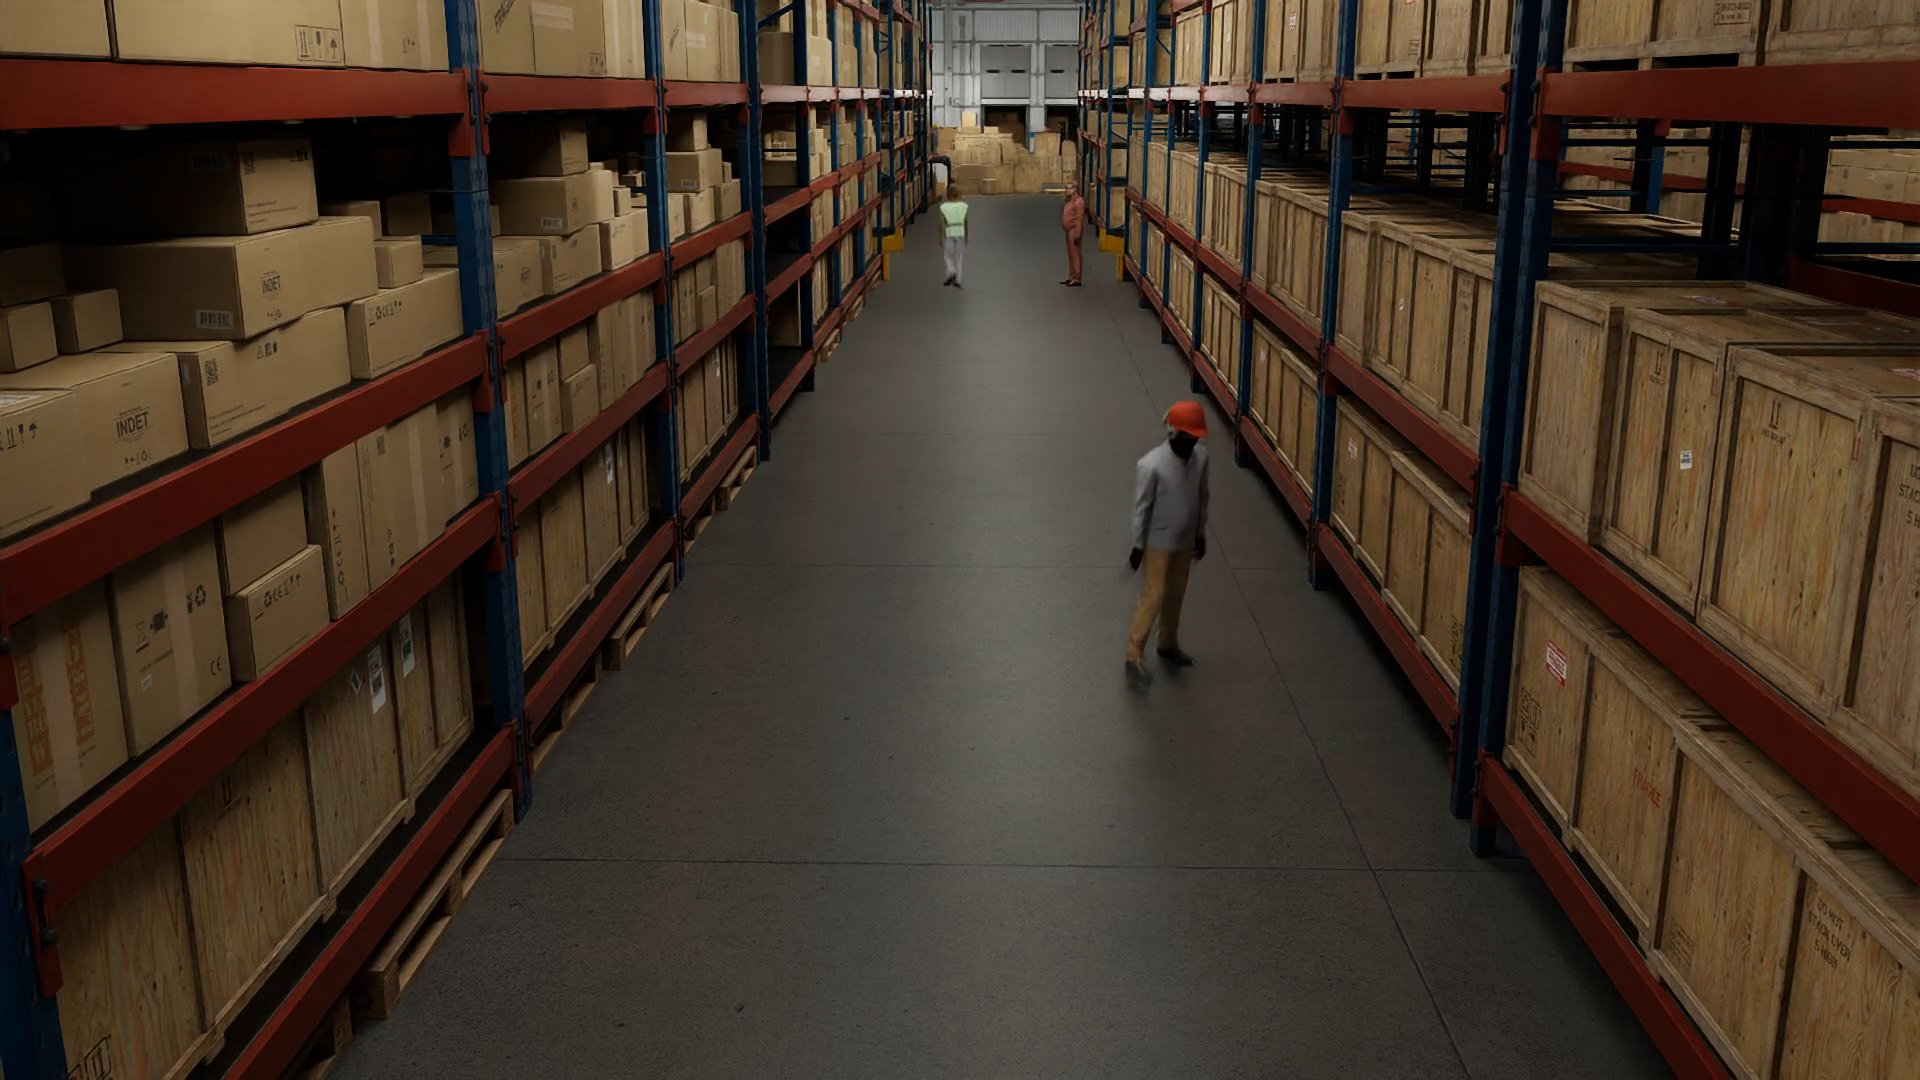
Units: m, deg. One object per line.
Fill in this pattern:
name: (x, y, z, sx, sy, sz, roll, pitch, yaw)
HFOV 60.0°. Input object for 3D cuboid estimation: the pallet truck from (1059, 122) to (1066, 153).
pallet truck: (5.788, -21.111, 88.014, 1.885, 1.965, 0.823, 5, 16, 18)

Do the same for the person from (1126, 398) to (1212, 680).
person: (1.307, -0.023, 10.070, 0.588, 1.724, 0.442, -13, 20, -40)

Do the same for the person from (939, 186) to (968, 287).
person: (-0.111, -5.539, 30.405, 0.587, 1.831, 0.449, -5, 16, -17)

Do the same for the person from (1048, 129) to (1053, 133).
person: (4.173, -17.816, 75.969, 0.782, 1.883, 0.577, 5, 16, 19)

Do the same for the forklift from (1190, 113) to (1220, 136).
forklift: (8.214, -12.980, 56.086, 1.129, 2.768, 1.873, 6, 16, 22)

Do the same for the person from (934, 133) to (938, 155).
person: (-0.918, -18.660, 79.036, 0.638, 1.919, 0.585, -7, 16, -23)

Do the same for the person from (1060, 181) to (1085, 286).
person: (2.066, -5.625, 30.566, 0.408, 1.909, 0.638, -3, 15, -12)
